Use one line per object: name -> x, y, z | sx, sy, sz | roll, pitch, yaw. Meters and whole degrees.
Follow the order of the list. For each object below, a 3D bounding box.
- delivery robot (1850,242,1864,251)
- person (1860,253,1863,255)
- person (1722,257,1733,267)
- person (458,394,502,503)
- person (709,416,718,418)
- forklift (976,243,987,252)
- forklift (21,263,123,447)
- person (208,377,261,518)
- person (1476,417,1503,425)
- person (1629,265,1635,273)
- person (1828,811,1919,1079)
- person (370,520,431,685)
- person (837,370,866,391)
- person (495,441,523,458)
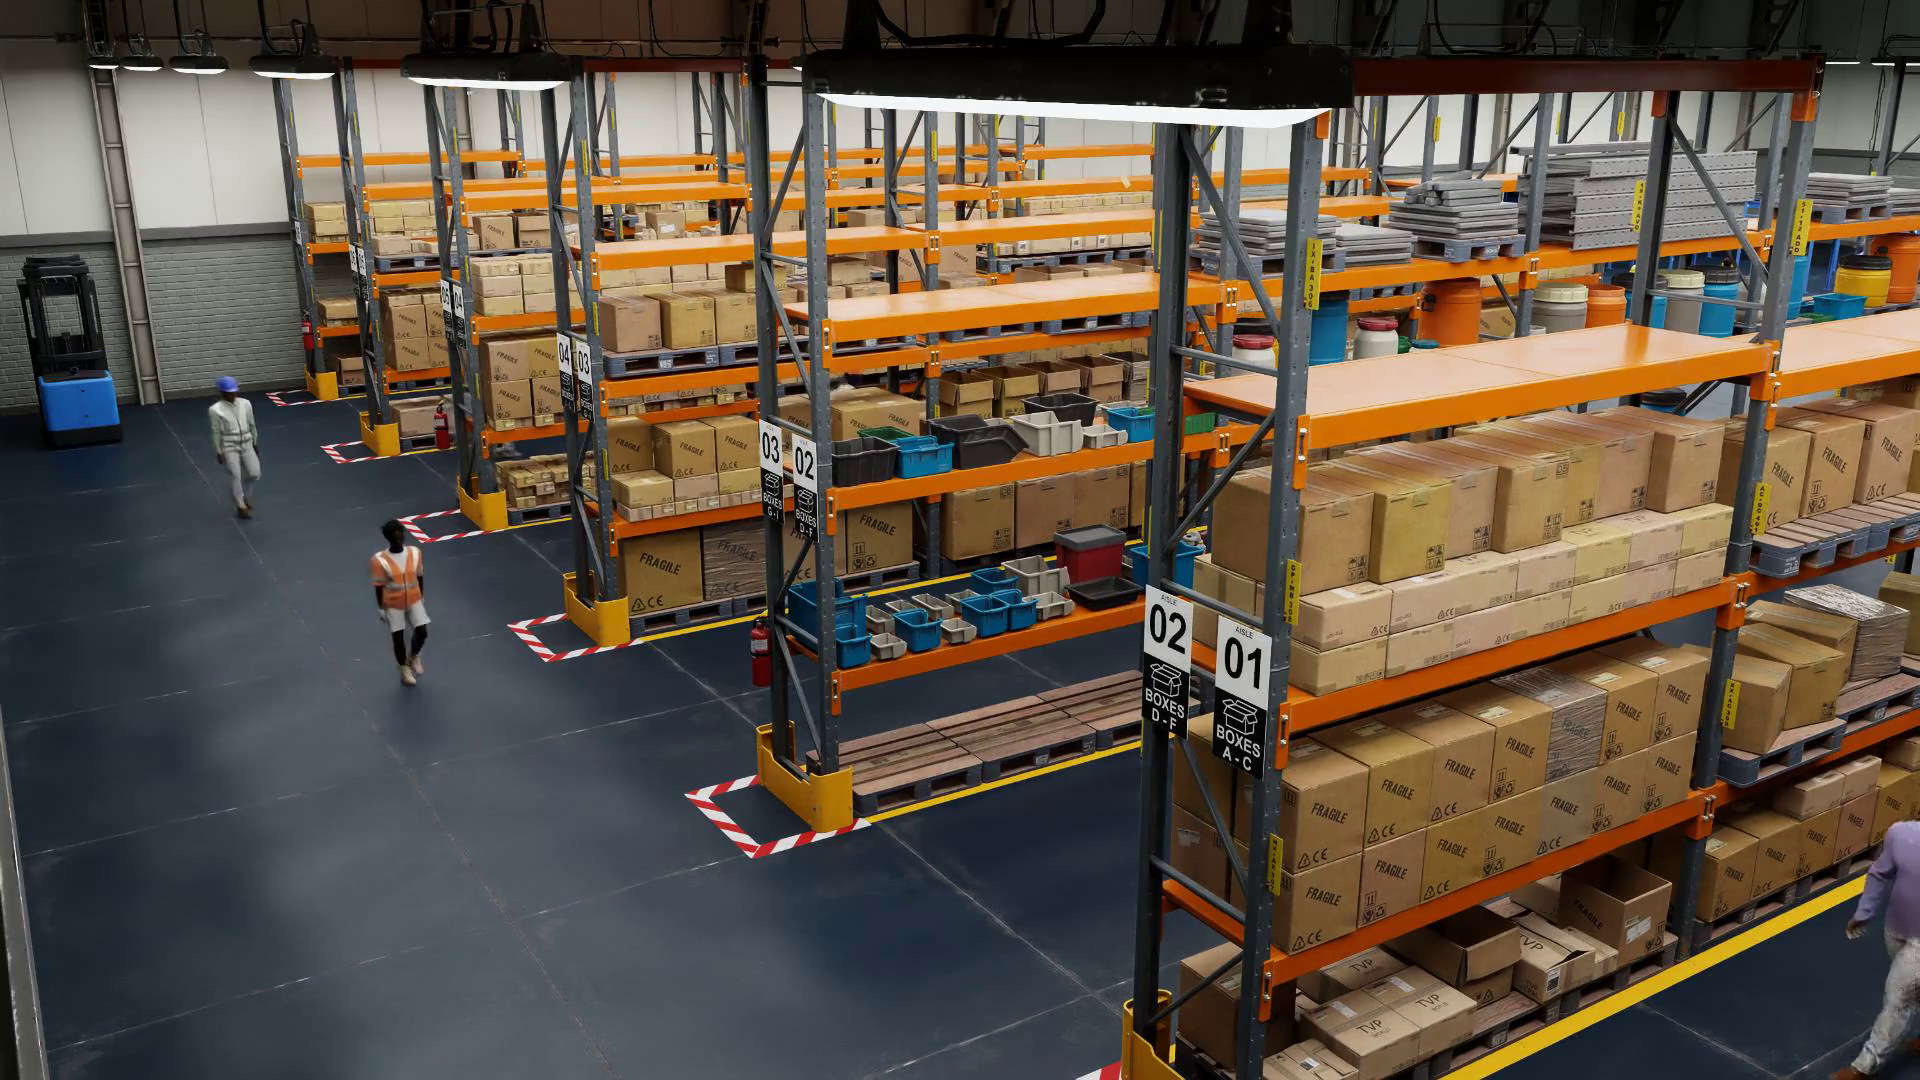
delivery robot -> 27.797, -9.051, 48.615 | 0.335, 0.223, 0.698 | -5, 18, -16
person -> 21.455, -6.105, 37.241 | 0.685, 1.878, 0.773 | -13, 21, -37
person -> 16.622, -5.219, 34.370 | 0.519, 1.865, 0.328 | 7, 18, 23
person -> -6.699, -1.431, 22.088 | 0.962, 1.770, 0.588 | -16, 23, -42
person -> -3.775, -2.177, 24.853 | 0.516, 1.586, 0.849 | 15, 22, 40
forklift -> 0.988, -5.474, 34.718 | 1.214, 2.155, 2.313 | -10, 20, -31
forklift -> -14.518, -3.079, 25.708 | 1.129, 2.768, 1.873 | -10, 20, -31
person -> -9.743, -1.255, 21.253 | 0.444, 1.927, 0.636 | 13, 21, 37
person -> 7.401, -1.498, 21.979 | 0.613, 1.972, 0.633 | -4, 18, -14
person -> 14.380, -4.996, 33.803 | 0.535, 1.767, 0.316 | -13, 21, -36
person -> 5.771, 2.363, 9.492 | 1.042, 1.891, 0.637 | -4, 18, -14
person -> -5.487, 0.621, 15.518 | 0.543, 1.679, 0.372 | -13, 22, -37
person -> -1.386, -1.506, 21.964 | 0.995, 1.998, 0.619 | -7, 18, -23
person -> -7.007, -2.188, 24.424 | 0.579, 1.861, 0.580 | -3, 17, -11
